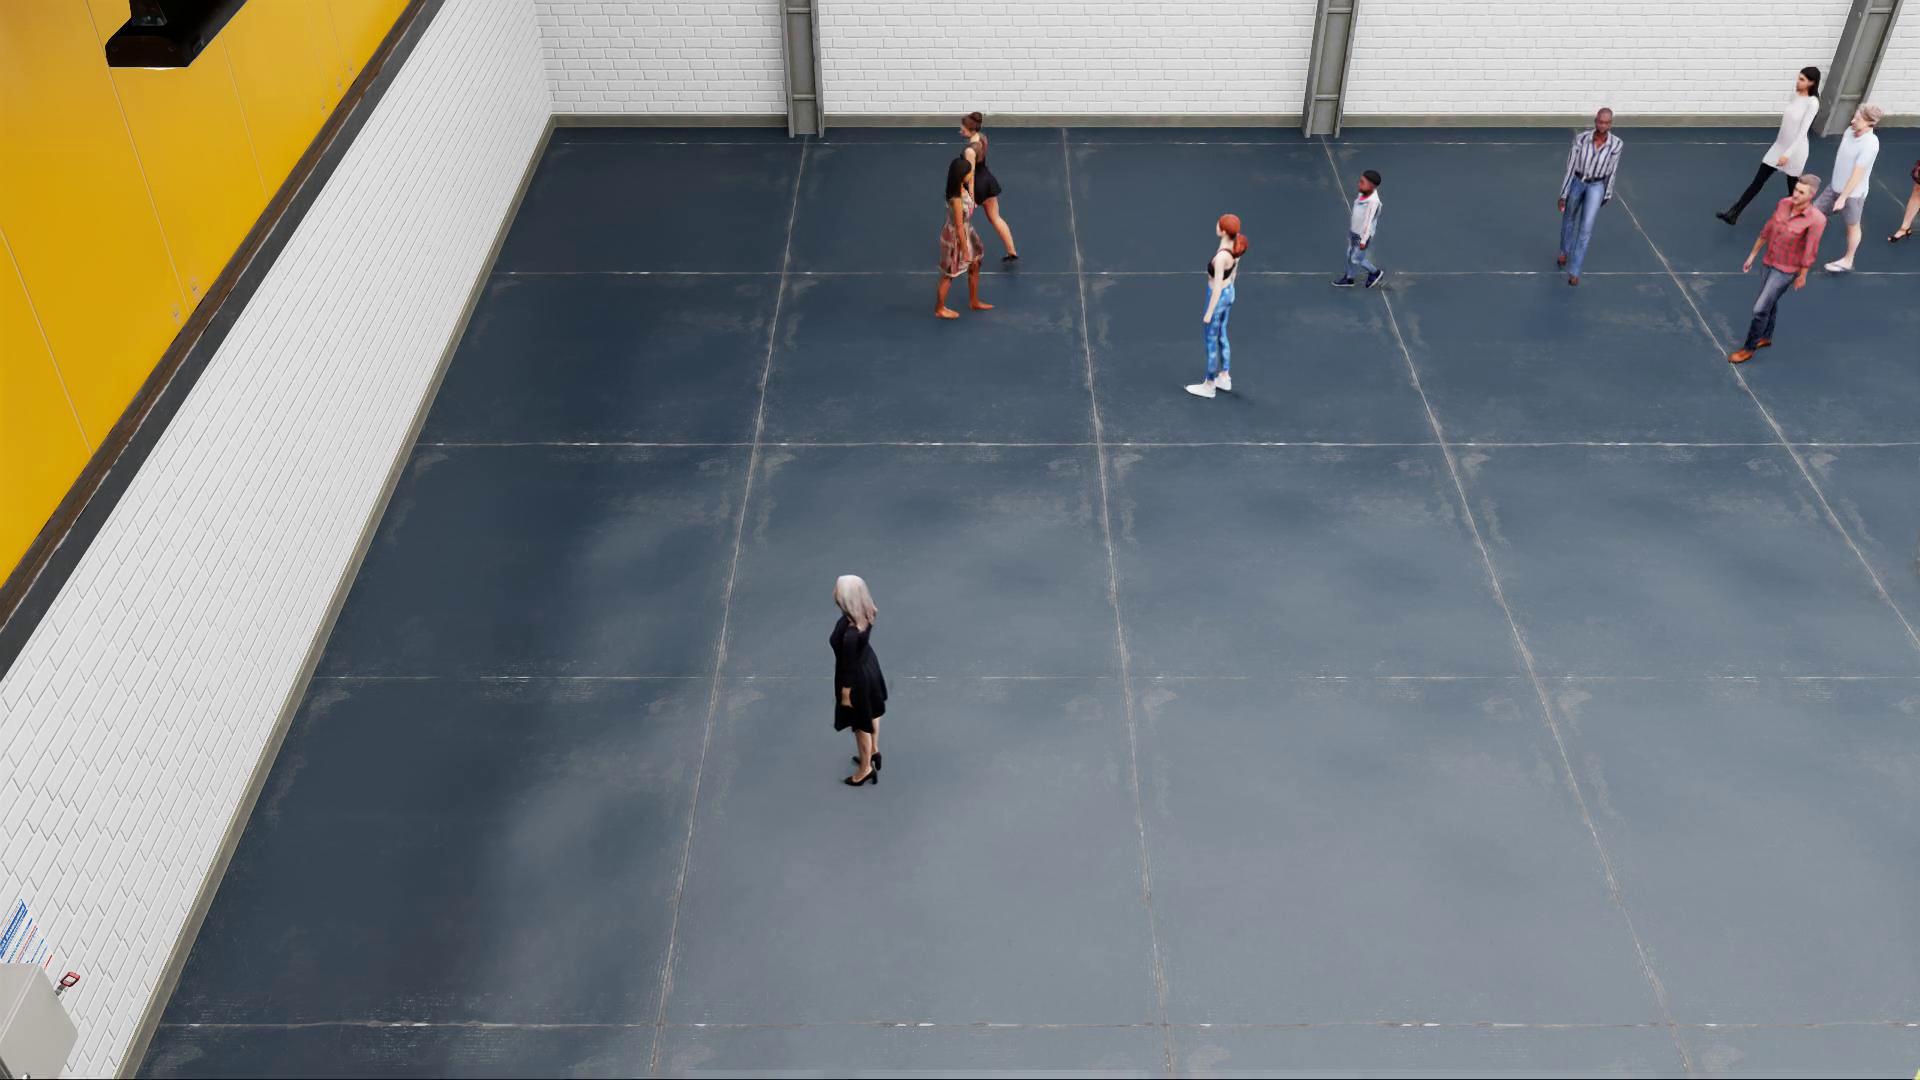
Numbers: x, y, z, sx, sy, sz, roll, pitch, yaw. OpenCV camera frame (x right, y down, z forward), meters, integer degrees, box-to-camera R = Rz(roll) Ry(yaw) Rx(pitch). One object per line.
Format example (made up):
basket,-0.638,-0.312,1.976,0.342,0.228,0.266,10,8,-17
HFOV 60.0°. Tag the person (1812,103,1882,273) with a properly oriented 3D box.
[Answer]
person,8.798,-3.423,16.321,1.171,1.787,0.770,-3,39,-4

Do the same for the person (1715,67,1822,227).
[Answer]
person,8.578,-3.955,17.011,1.179,1.757,0.801,-9,39,-11

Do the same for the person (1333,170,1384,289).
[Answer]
person,3.982,-3.022,16.249,0.707,1.249,0.543,-6,39,-7

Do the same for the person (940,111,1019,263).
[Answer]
person,0.253,-3.460,16.499,1.211,1.623,0.993,23,44,26

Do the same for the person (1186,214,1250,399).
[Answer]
person,2.289,-2.056,14.607,0.747,1.789,0.693,21,43,24

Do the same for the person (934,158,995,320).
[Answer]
person,-0.121,-2.828,15.707,0.792,1.623,0.655,2,39,2

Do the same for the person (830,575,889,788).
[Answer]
person,-0.675,0.920,10.916,0.620,1.745,0.643,7,39,9

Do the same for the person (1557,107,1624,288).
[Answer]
person,6.147,-3.466,16.399,1.056,1.757,0.935,14,41,17

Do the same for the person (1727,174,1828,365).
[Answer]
person,7.552,-2.511,15.160,0.977,1.810,0.843,-10,40,-13
